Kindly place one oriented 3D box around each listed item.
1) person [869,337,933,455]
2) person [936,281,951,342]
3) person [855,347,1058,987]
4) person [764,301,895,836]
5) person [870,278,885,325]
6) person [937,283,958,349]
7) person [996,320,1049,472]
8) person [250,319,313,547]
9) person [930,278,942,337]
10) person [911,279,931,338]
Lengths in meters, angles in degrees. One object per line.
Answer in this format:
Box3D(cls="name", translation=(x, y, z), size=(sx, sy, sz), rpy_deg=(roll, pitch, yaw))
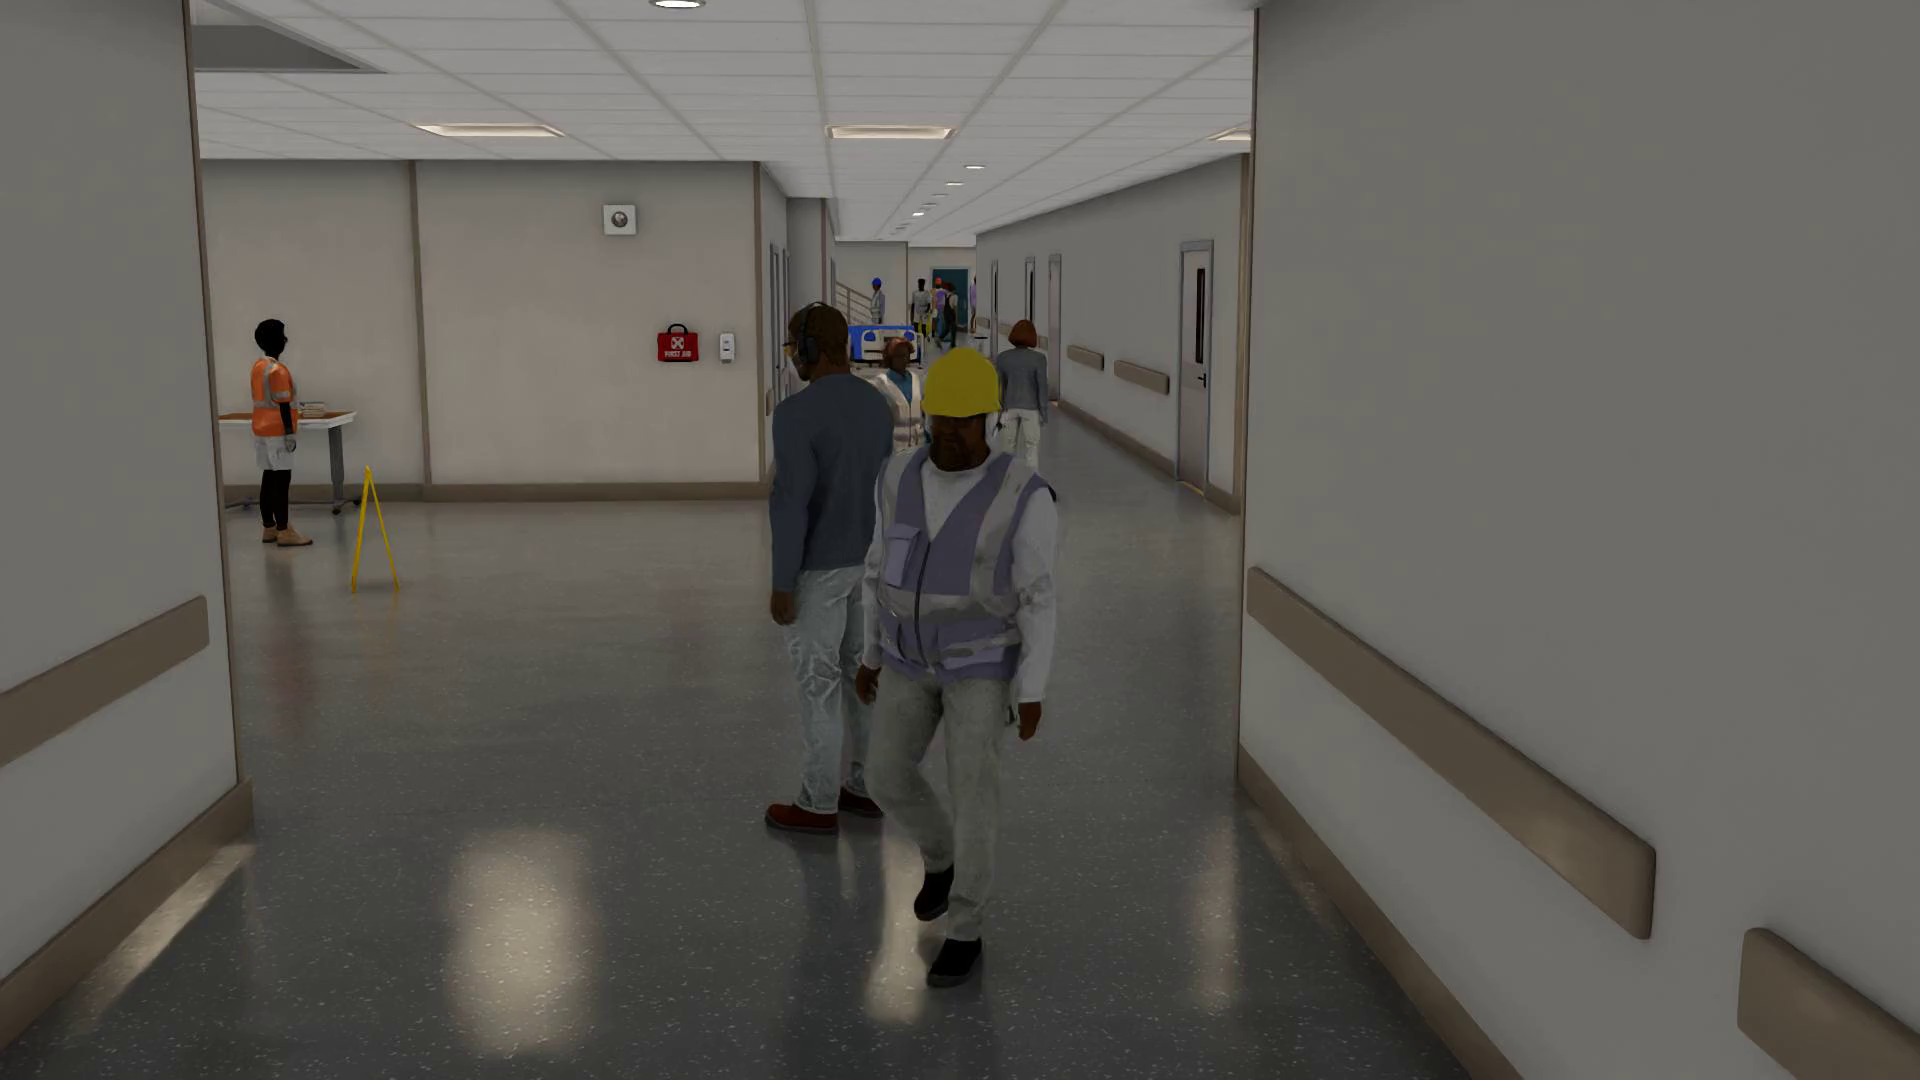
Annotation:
Box3D(cls="person", translation=(-0.469, -0.662, 11.897), size=(0.505, 1.600, 0.845), rpy_deg=(-7, 12, -39))
Box3D(cls="person", translation=(-0.492, -6.928, 50.463), size=(0.563, 1.847, 0.390), rpy_deg=(9, 13, 44))
Box3D(cls="person", translation=(-0.020, 0.348, 4.857), size=(0.644, 1.818, 0.519), rpy_deg=(5, 10, 28))
Box3D(cls="person", translation=(-0.474, 0.105, 6.065), size=(0.388, 1.930, 0.629), rpy_deg=(5, 11, 31))
Box3D(cls="person", translation=(-2.110, -5.722, 42.564), size=(0.381, 1.951, 0.607), rpy_deg=(-4, 10, -26))
Box3D(cls="person", translation=(-0.301, -5.967, 44.485), size=(0.516, 1.828, 0.627), rpy_deg=(8, 12, 41))
Box3D(cls="person", translation=(0.552, -1.133, 14.750), size=(0.502, 1.632, 0.284), rpy_deg=(5, 10, 27))
Box3D(cls="person", translation=(-5.104, -0.798, 12.435), size=(0.317, 1.700, 0.538), rpy_deg=(-8, 12, -42))
Box3D(cls="person", translation=(-0.720, -7.604, 54.434), size=(0.547, 1.934, 0.376), rpy_deg=(-3, 10, -18))
Box3D(cls="person", translation=(-1.123, -6.431, 47.078), size=(0.610, 1.918, 0.907), rpy_deg=(1, 9, 8))
